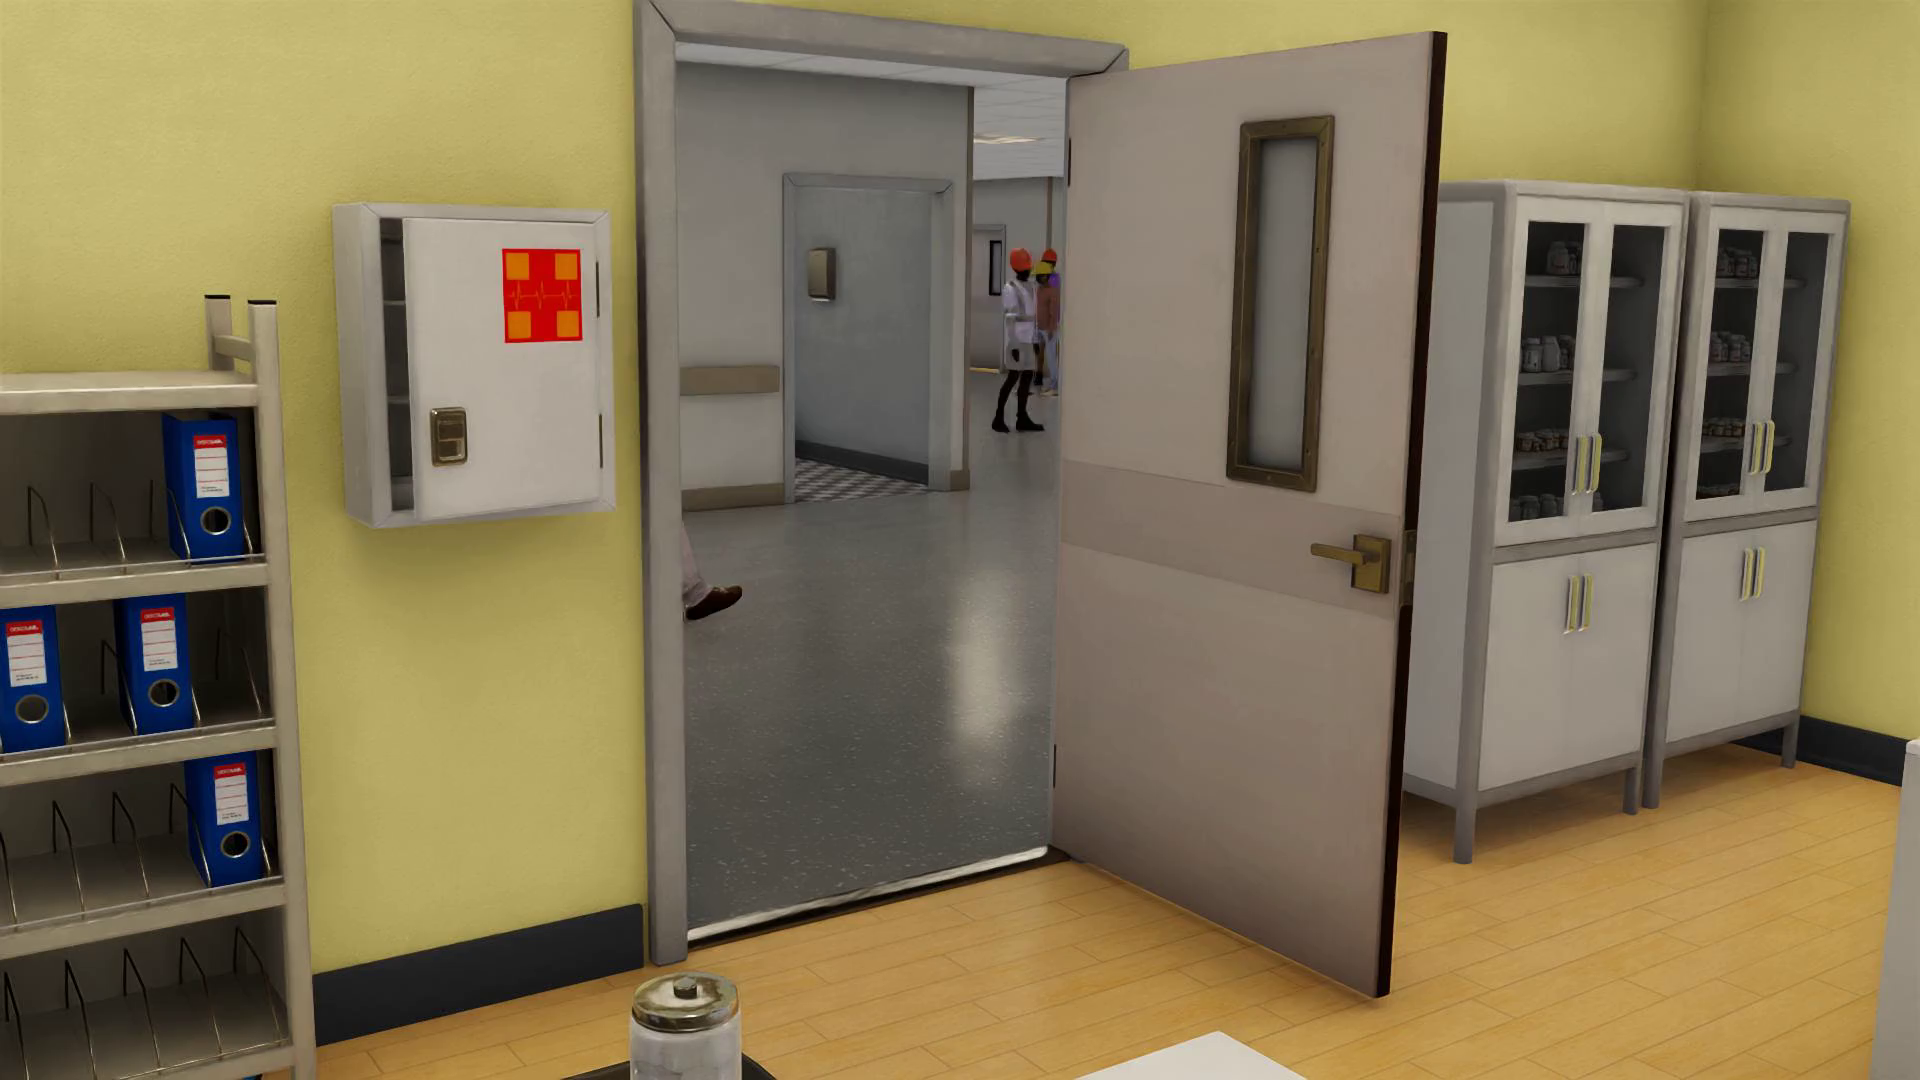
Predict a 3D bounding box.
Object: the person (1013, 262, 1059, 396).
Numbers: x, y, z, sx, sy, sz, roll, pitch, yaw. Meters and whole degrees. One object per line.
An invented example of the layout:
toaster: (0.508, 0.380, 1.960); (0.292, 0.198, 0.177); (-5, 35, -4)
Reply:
person: (1.005, -2.728, 21.609); (0.711, 1.741, 0.547); (-7, 12, -37)

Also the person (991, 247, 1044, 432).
person: (0.590, -2.048, 17.100); (0.483, 1.898, 0.630); (7, 11, 31)

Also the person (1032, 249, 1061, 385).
person: (1.254, -3.165, 23.690); (0.547, 1.937, 0.363); (0, 10, -7)
